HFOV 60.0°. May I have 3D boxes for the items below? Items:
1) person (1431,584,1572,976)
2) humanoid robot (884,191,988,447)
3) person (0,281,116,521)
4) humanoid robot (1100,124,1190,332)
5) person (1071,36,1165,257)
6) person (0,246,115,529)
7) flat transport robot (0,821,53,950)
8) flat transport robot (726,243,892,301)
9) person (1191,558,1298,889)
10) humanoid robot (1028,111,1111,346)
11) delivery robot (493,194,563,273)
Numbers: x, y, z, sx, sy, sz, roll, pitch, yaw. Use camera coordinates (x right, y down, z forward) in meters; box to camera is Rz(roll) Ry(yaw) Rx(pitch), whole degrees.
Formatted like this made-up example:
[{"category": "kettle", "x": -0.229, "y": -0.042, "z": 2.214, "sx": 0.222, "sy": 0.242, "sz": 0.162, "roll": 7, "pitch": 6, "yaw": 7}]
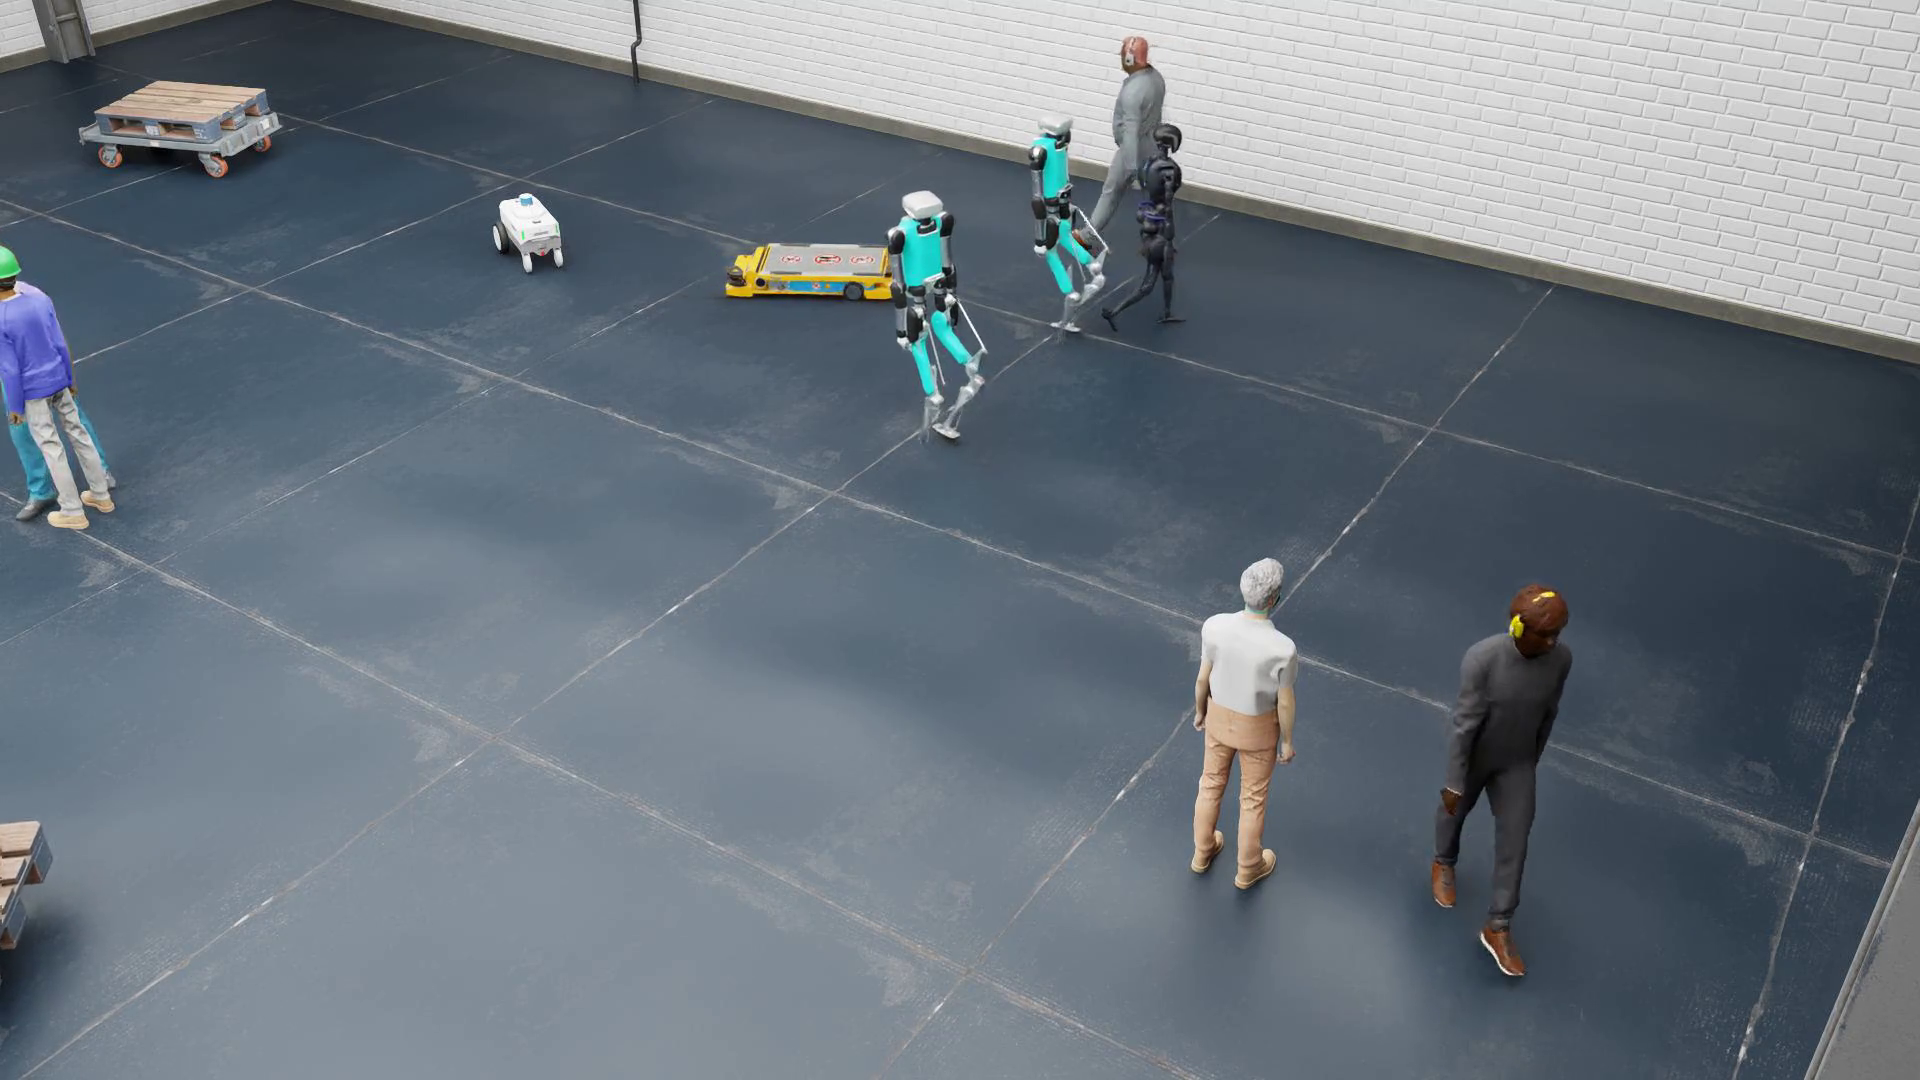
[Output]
[{"category": "person", "x": 2.344, "y": 1.024, "z": 7.211, "sx": 0.511, "sy": 1.838, "sz": 0.898, "roll": 0, "pitch": 33, "yaw": 0}, {"category": "humanoid robot", "x": -0.098, "y": -1.357, "z": 11.093, "sx": 0.537, "sy": 1.873, "sz": 0.730, "roll": -25, "pitch": 41, "yaw": -34}, {"category": "person", "x": -5.832, "y": -1.028, "z": 10.444, "sx": 0.572, "sy": 1.808, "sz": 0.668, "roll": 0, "pitch": 33, "yaw": 0}, {"category": "humanoid robot", "x": 1.451, "y": -2.380, "z": 12.690, "sx": 0.724, "sy": 1.629, "sz": 0.609, "roll": -4, "pitch": 33, "yaw": -7}, {"category": "person", "x": 1.392, "y": -3.257, "z": 13.859, "sx": 0.996, "sy": 1.852, "sz": 0.658, "roll": 19, "pitch": 37, "yaw": 27}, {"category": "person", "x": -5.654, "y": -0.929, "z": 10.222, "sx": 0.343, "sy": 1.874, "sz": 0.458, "roll": 14, "pitch": 35, "yaw": 21}, {"category": "flat transport robot", "x": -4.735, "y": 1.877, "z": 7.335, "sx": 0.659, "sy": 0.231, "sz": 1.431, "roll": -5, "pitch": 33, "yaw": -8}, {"category": "flat transport robot", "x": -1.167, "y": -2.208, "z": 13.692, "sx": 1.431, "sy": 0.231, "sz": 0.659, "roll": 1, "pitch": 33, "yaw": 2}, {"category": "person", "x": 1.291, "y": 0.840, "z": 7.581, "sx": 0.490, "sy": 1.745, "sz": 0.302, "roll": 19, "pitch": 37, "yaw": 27}, {"category": "humanoid robot", "x": 0.861, "y": -2.256, "z": 12.481, "sx": 0.700, "sy": 1.876, "sz": 0.539, "roll": 16, "pitch": 36, "yaw": 23}, {"category": "delivery robot", "x": -3.641, "y": -2.642, "z": 14.091, "sx": 0.499, "sy": 0.581, "sz": 0.774, "roll": -16, "pitch": 36, "yaw": -23}]
